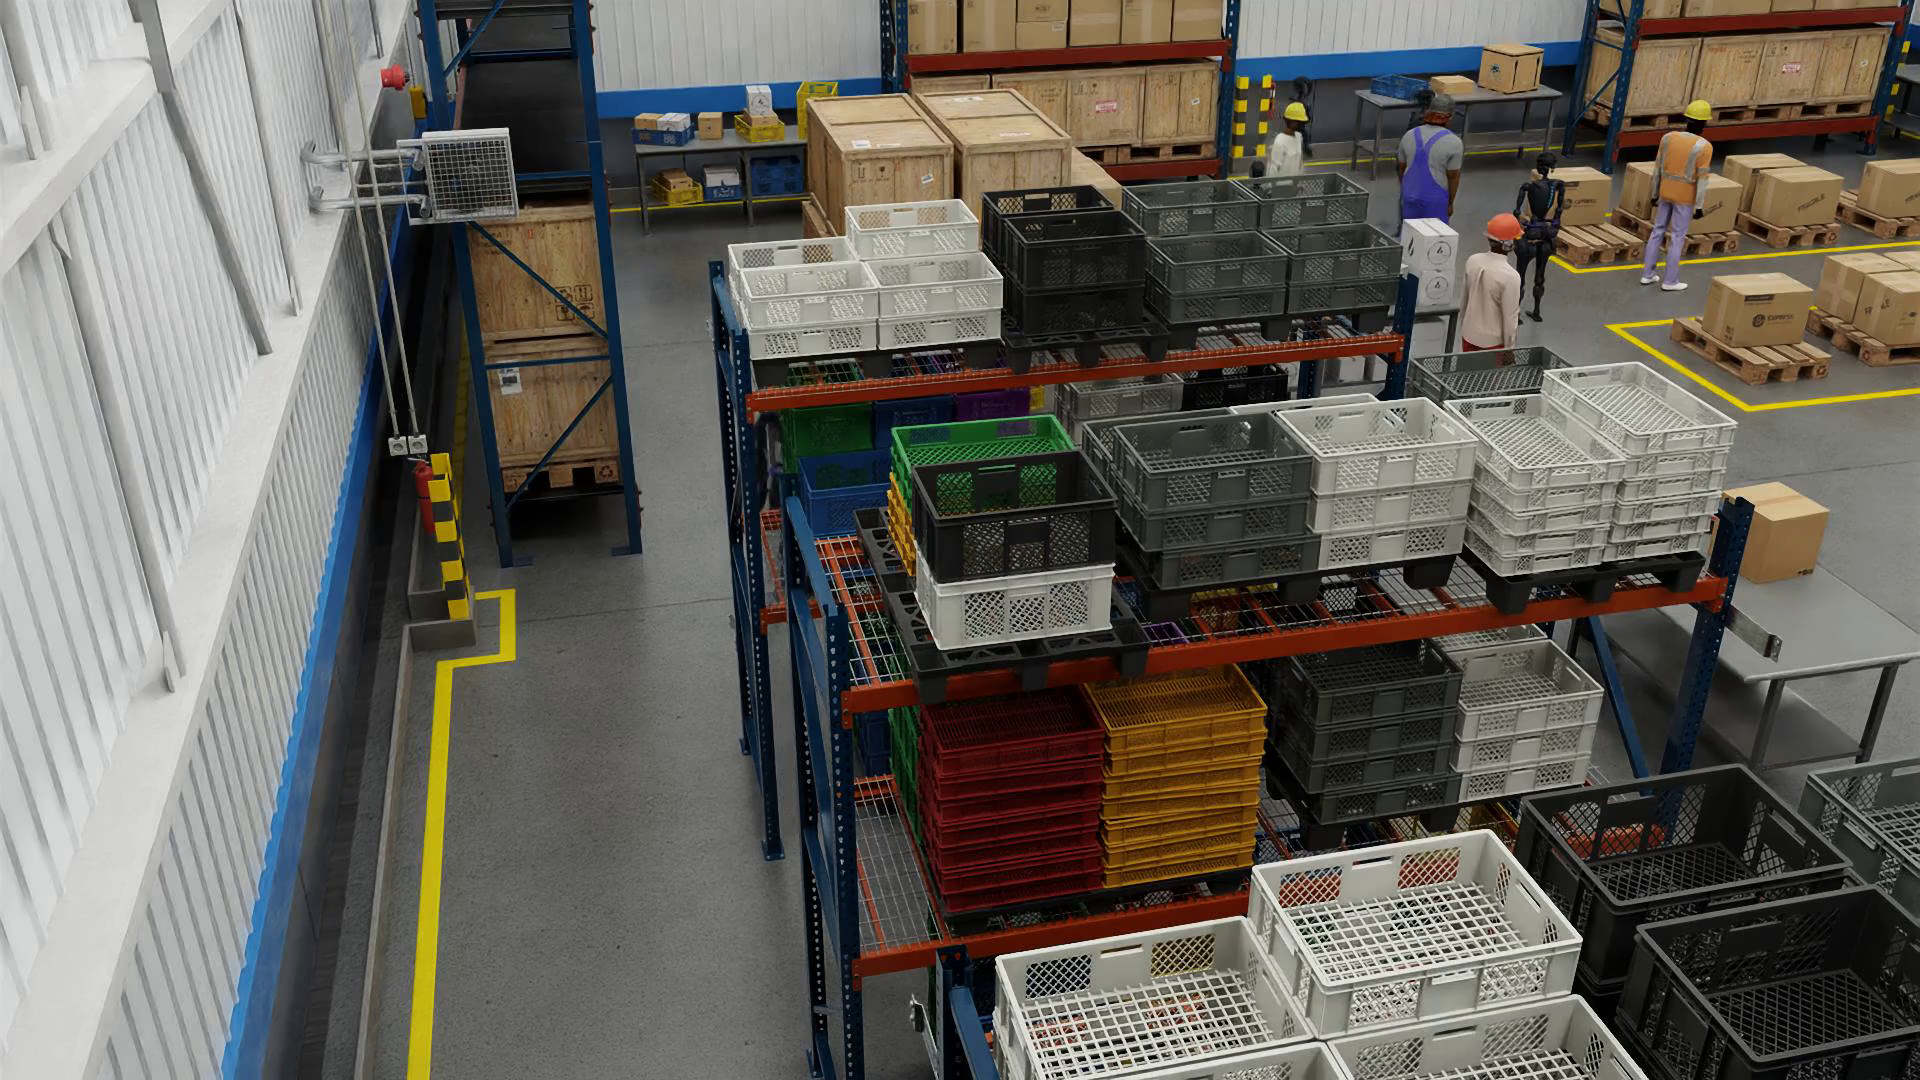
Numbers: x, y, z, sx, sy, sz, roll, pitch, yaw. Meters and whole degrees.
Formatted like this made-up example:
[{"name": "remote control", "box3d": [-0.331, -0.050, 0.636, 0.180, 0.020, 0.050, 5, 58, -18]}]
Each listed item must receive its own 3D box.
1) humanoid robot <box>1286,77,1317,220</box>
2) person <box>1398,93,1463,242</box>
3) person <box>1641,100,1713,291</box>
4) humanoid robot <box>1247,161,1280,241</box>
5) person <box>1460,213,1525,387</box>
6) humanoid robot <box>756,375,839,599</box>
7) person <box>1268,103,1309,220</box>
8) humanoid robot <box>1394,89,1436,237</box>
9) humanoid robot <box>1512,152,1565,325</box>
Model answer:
[{"name": "humanoid robot", "box3d": [3.851, -4.433, 18.970, 0.432, 1.659, 0.597, 10, 29, 19]}, {"name": "person", "box3d": [4.736, -3.488, 16.766, 0.535, 2.000, 0.683, -22, 35, -36]}, {"name": "person", "box3d": [7.312, -3.501, 16.911, 0.381, 1.924, 0.592, -17, 32, -29]}, {"name": "humanoid robot", "box3d": [2.774, -2.796, 15.835, 0.579, 1.652, 0.308, 5, 28, 10]}, {"name": "person", "box3d": [4.218, -1.629, 13.286, 0.376, 1.997, 0.610, -12, 30, -21]}, {"name": "humanoid robot", "box3d": [-1.072, -0.380, 11.258, 0.585, 1.642, 0.416, 5, 28, 9]}, {"name": "person", "box3d": [3.473, -3.716, 17.497, 0.490, 1.747, 0.552, 18, 33, 31]}, {"name": "humanoid robot", "box3d": [5.075, -4.157, 18.425, 0.382, 1.652, 0.603, -5, 28, -9]}, {"name": "humanoid robot", "box3d": [5.551, -2.920, 16.073, 0.562, 1.653, 0.313, -9, 29, -16]}]
